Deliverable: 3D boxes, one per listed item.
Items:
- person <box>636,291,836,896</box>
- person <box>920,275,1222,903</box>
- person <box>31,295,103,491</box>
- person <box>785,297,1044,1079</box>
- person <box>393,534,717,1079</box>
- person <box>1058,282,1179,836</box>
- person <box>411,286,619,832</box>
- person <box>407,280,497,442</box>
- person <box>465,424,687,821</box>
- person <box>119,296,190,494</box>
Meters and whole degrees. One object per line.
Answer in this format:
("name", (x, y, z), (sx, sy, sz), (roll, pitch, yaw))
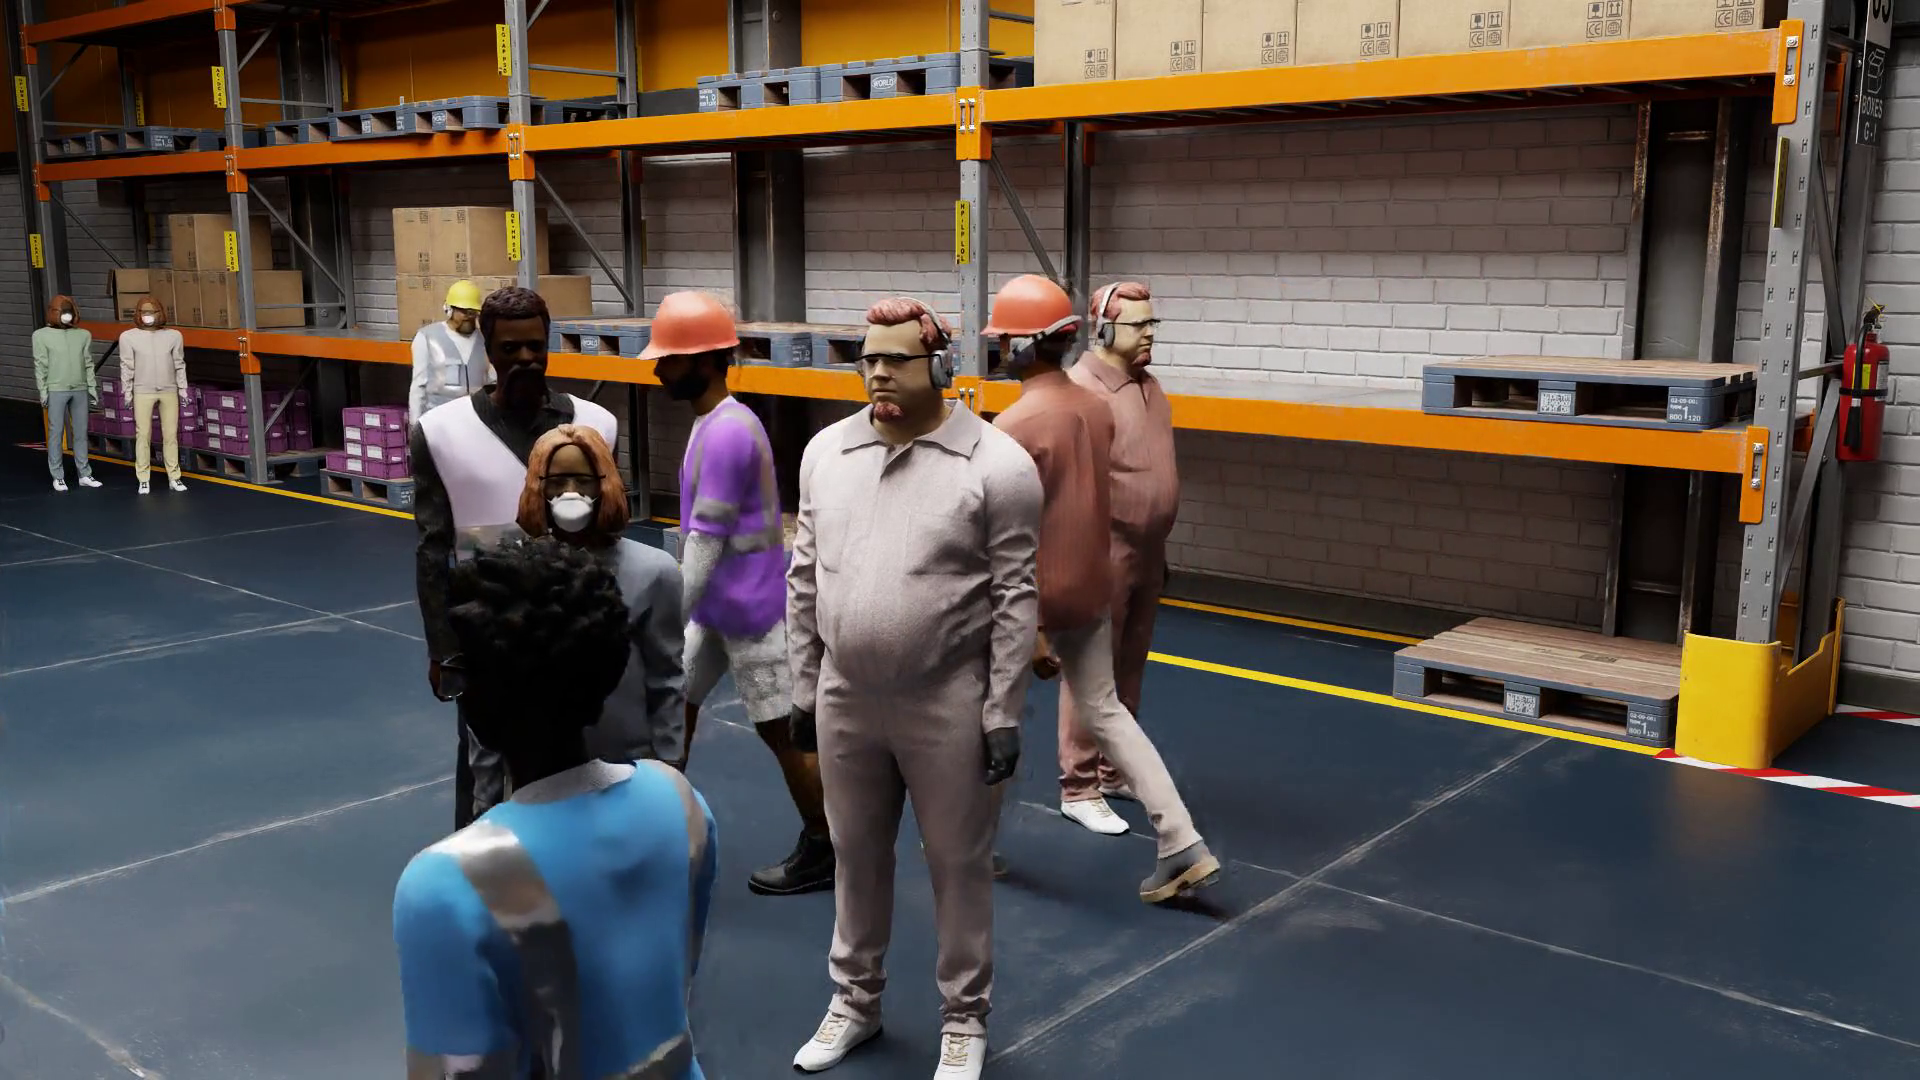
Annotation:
("person", (-0.798, 0.205, 5.040), (0.967, 1.885, 0.540), (-3, 10, -17))
("person", (0.335, 0.164, 5.124), (1.016, 1.956, 0.604), (8, 13, 38))
("person", (-7.500, -1.237, 13.979), (0.286, 1.635, 0.499), (7, 12, 33))
("person", (-0.136, 0.379, 4.006), (0.643, 1.909, 0.410), (4, 11, 21))
("person", (-0.520, 0.827, 2.092), (0.443, 1.678, 0.547), (5, 11, 26))
("person", (0.562, 0.056, 5.844), (0.409, 1.906, 0.651), (7, 12, 34))
("person", (-1.236, 0.245, 4.733), (0.590, 1.919, 0.394), (-6, 12, -31))
("person", (-3.331, -0.805, 11.027), (0.655, 1.815, 0.563), (-9, 13, -42))
("person", (-0.872, 0.547, 3.814), (0.497, 1.636, 0.285), (-2, 10, -9))
("person", (-6.654, -1.199, 13.764), (0.507, 1.632, 0.268), (-8, 13, -38))
